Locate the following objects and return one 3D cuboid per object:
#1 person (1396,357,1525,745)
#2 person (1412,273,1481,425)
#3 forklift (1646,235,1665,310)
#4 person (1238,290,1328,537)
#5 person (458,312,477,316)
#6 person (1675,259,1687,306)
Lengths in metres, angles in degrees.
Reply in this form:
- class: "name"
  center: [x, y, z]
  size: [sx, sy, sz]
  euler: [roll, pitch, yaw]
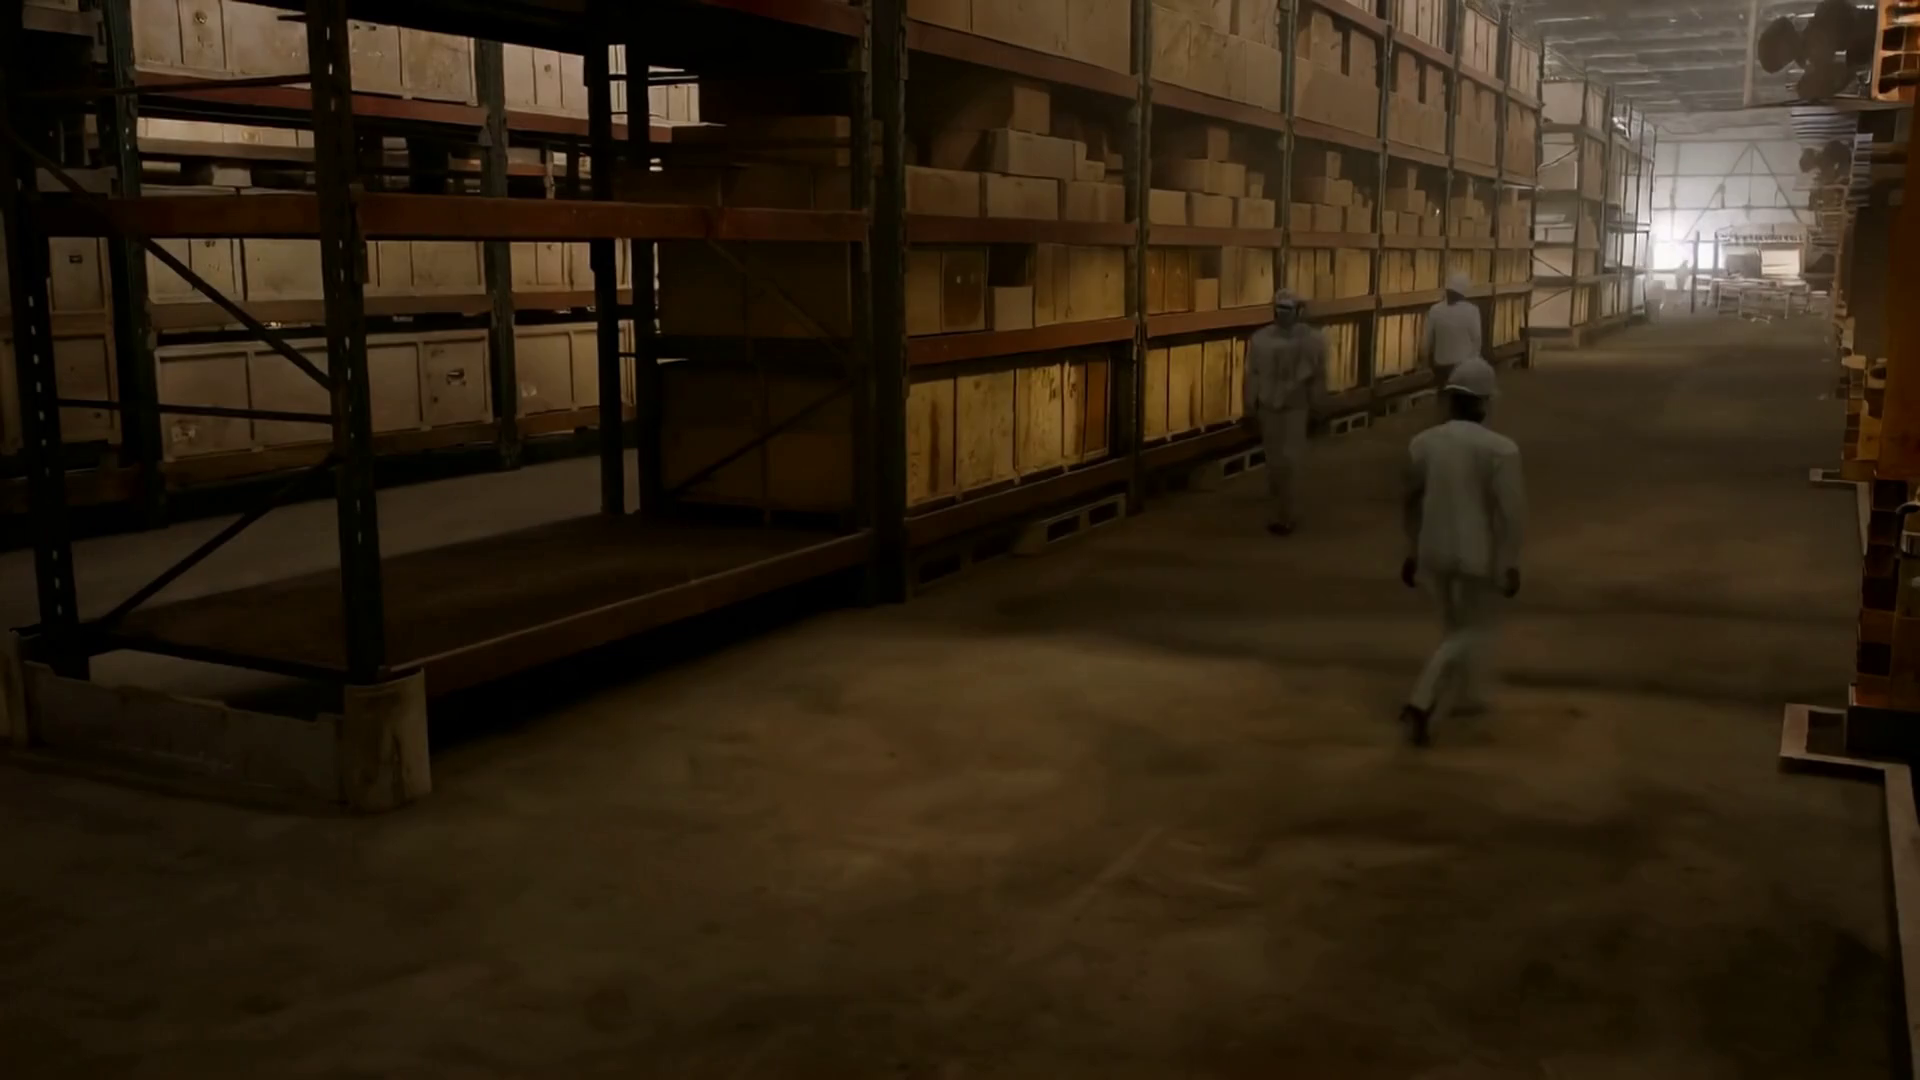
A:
- class: "person"
  center: [2.225, 0.040, 7.455]
  size: [0.848, 1.719, 0.566]
  euler: [-8, 12, -37]
- class: "person"
  center: [5.419, -1.988, 18.562]
  size: [0.639, 1.933, 0.975]
  euler: [9, 13, 43]
- class: "forklift"
  center: [25.598, -10.044, 62.493]
  size: [1.873, 2.768, 1.129]
  euler: [-7, 12, -37]
- class: "person"
  center: [2.476, -0.983, 12.902]
  size: [0.640, 1.884, 0.789]
  euler: [6, 12, 32]
- class: "person"
  center: [-6.434, -2.387, 21.571]
  size: [0.511, 1.688, 0.904]
  euler: [4, 11, 23]
- class: "person"
  center: [29.396, -10.487, 67.777]
  size: [0.359, 1.936, 0.640]
  euler: [0, 10, 0]
